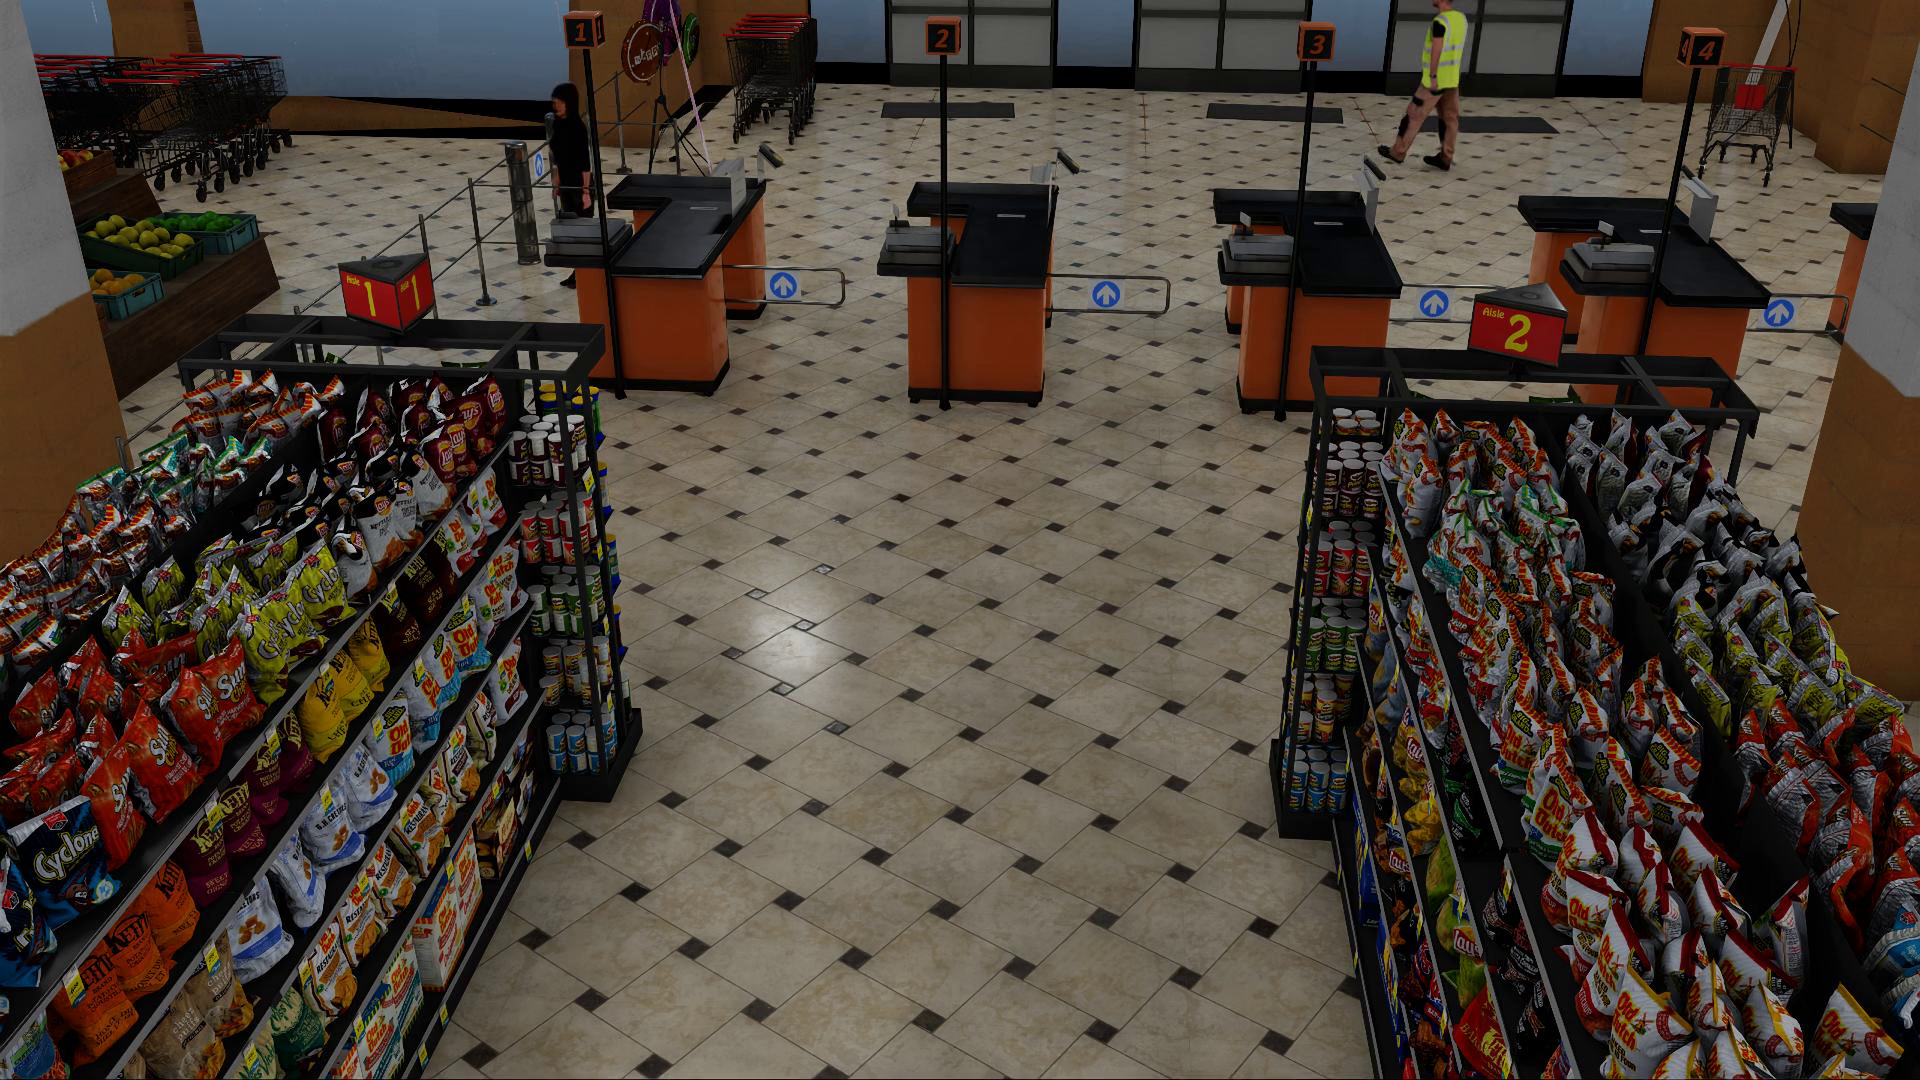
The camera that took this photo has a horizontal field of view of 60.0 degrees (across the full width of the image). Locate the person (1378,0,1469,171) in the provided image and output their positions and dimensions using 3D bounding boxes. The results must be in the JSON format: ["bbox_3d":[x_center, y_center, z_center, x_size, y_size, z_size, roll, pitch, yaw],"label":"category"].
[{"bbox_3d":[4.819,-4.566,16.467,1.048,1.820,1.108,-20,33,-34],"label":"person"}]

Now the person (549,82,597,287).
[{"bbox_3d":[-3.043,-2.799,13.179,0.663,1.641,0.687,24,36,39],"label":"person"}]
